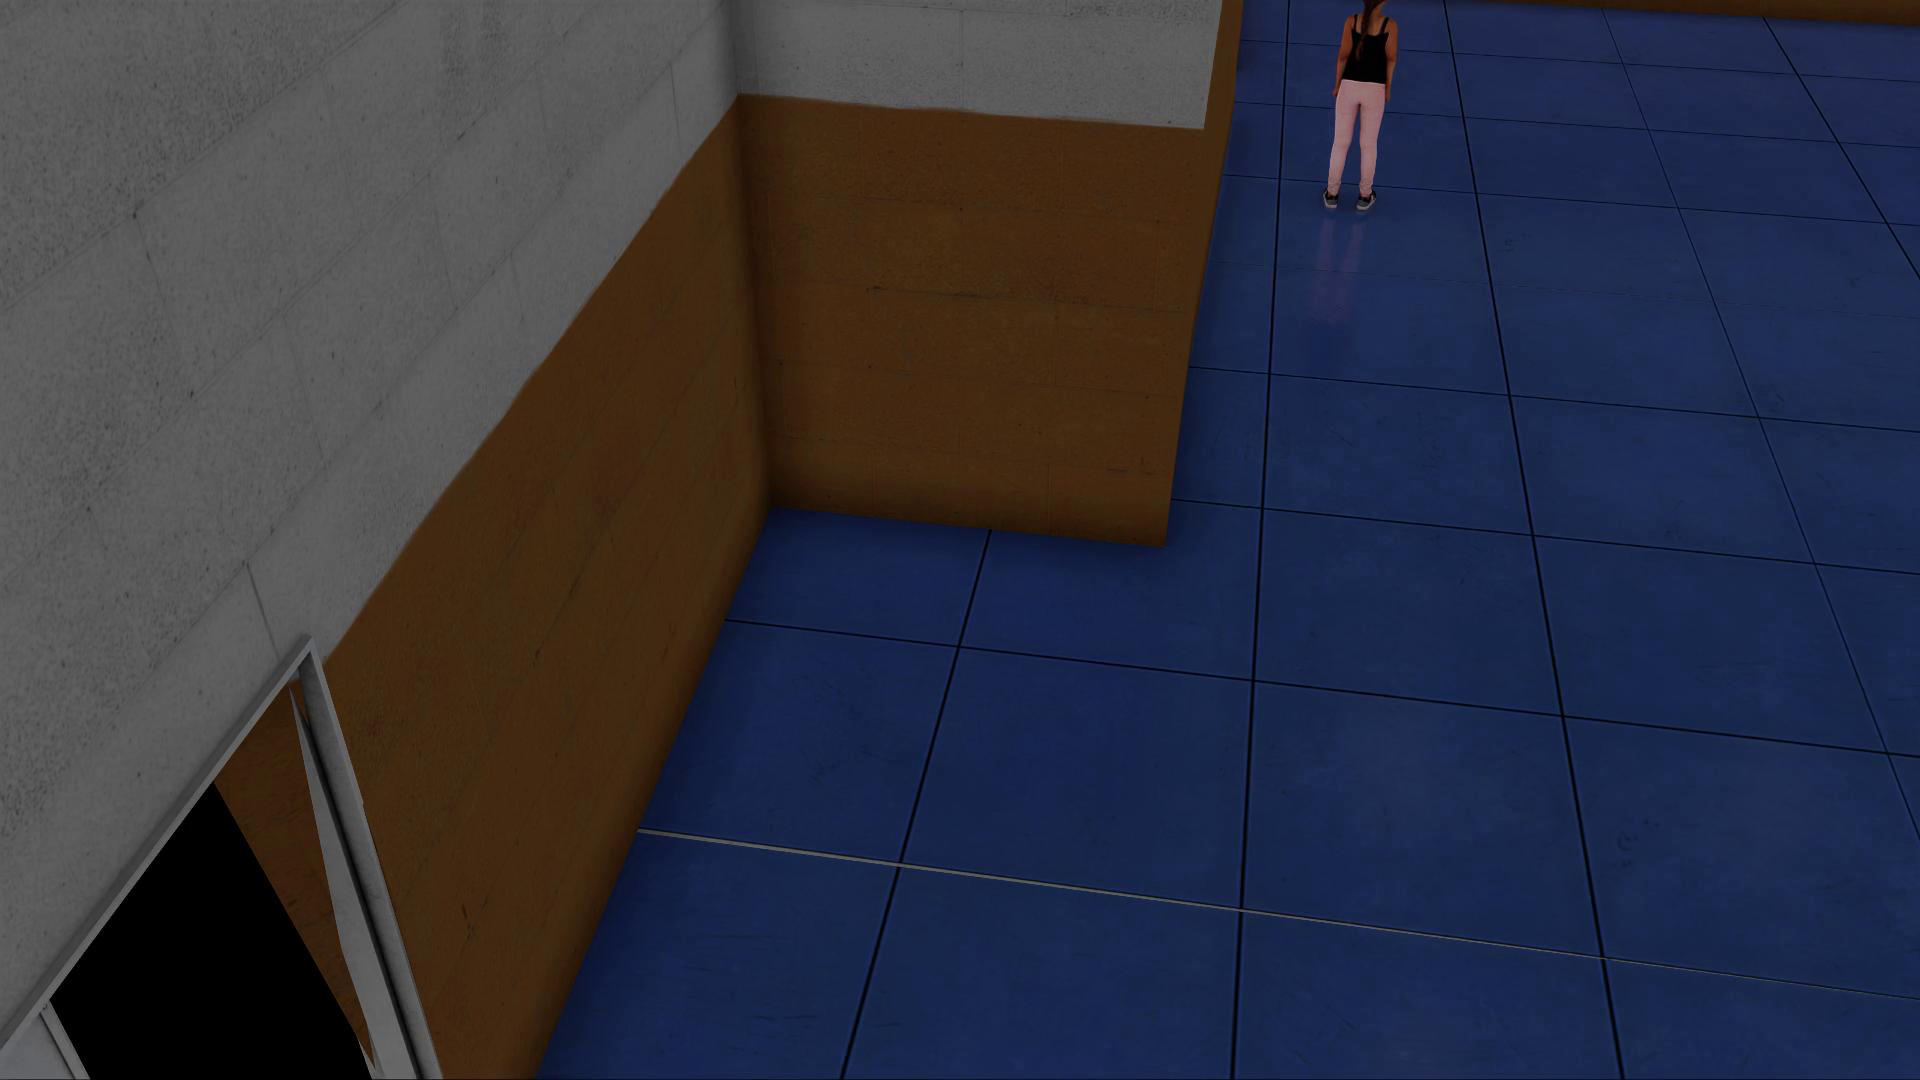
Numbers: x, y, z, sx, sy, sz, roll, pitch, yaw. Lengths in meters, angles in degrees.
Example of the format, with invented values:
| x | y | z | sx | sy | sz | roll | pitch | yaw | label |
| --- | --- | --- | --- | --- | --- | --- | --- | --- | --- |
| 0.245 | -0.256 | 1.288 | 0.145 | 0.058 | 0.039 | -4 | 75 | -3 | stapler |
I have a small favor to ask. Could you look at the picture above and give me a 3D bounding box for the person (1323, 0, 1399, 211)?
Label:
| x | y | z | sx | sy | sz | roll | pitch | yaw | label |
| --- | --- | --- | --- | --- | --- | --- | --- | --- | --- |
| 2.618 | -2.917 | 10.835 | 0.462 | 1.564 | 0.609 | 10 | 38 | 13 | person |
